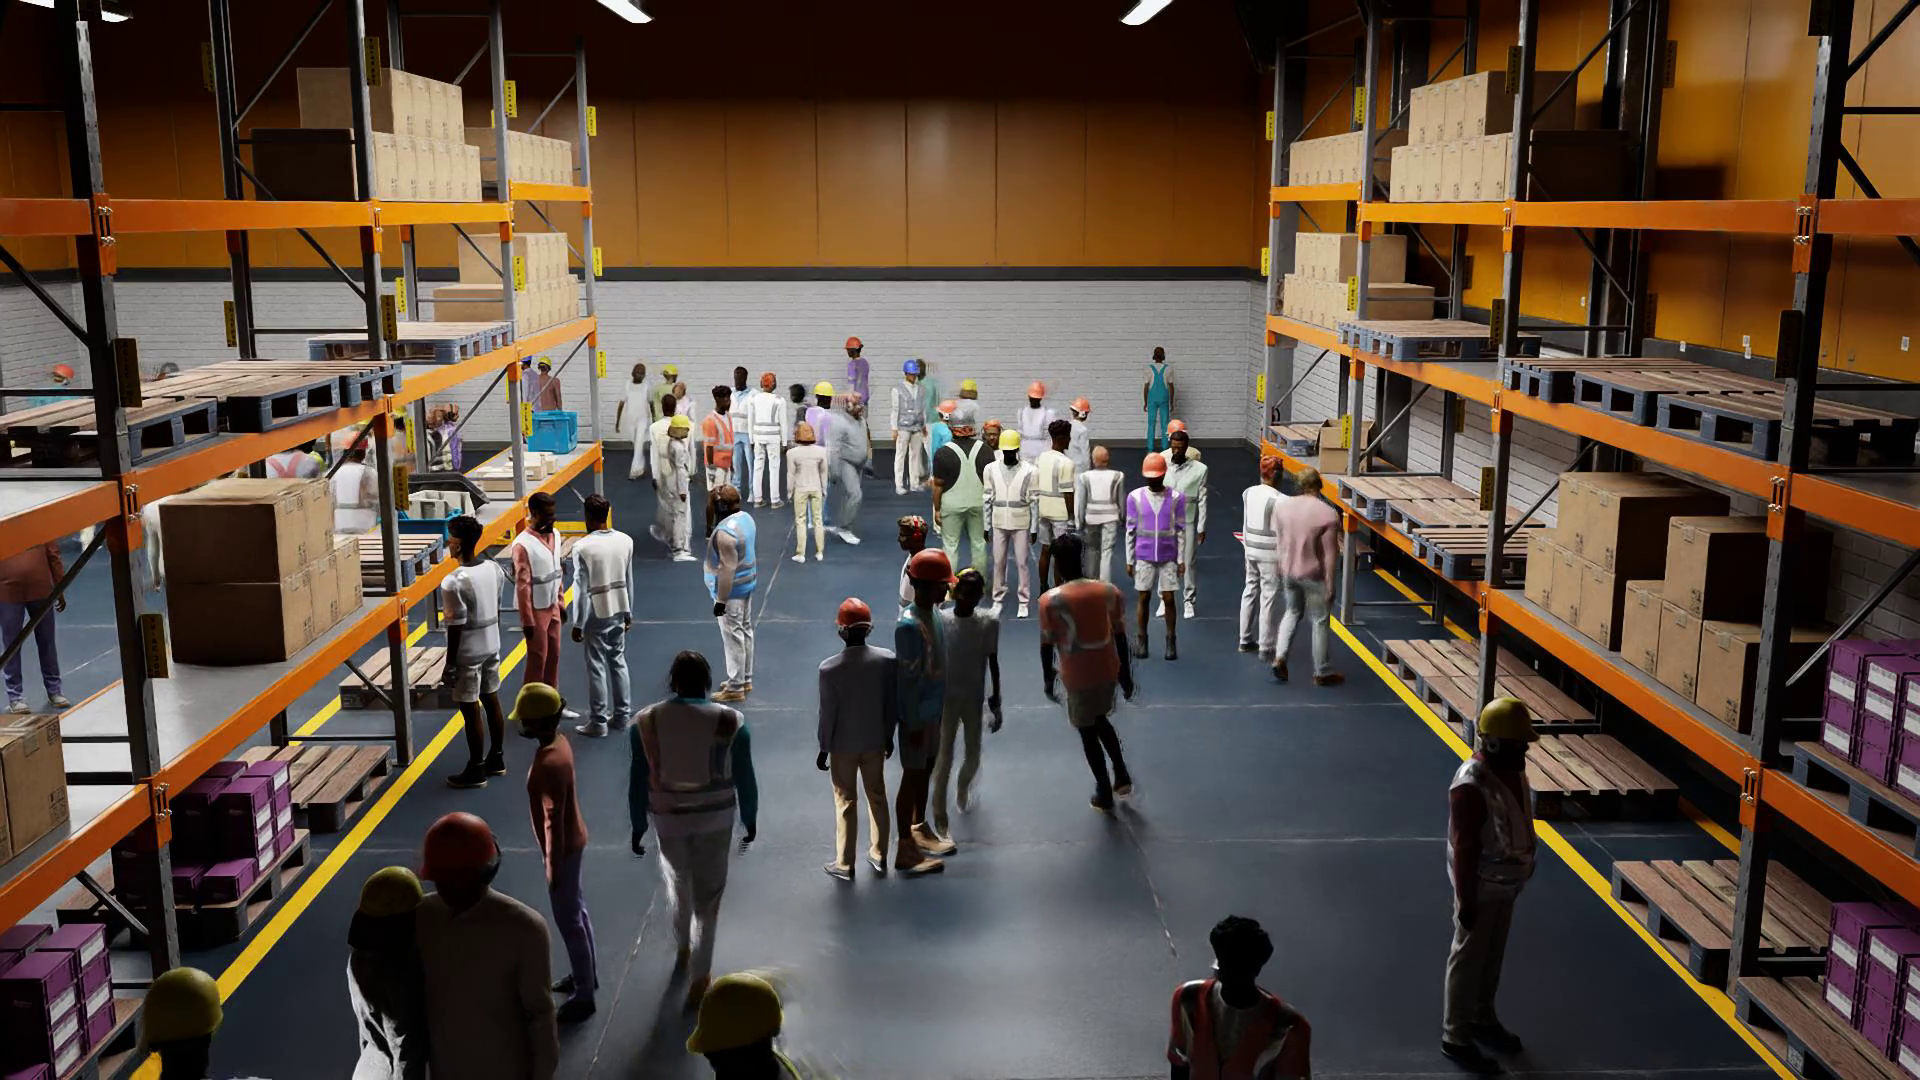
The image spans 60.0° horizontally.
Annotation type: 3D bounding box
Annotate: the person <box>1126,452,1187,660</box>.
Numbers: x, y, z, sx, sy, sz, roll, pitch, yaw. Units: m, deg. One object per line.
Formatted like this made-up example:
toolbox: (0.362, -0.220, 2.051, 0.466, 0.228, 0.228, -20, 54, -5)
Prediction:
person: (1.786, 0.148, 15.199, 0.548, 1.925, 0.390, 2, 11, 7)

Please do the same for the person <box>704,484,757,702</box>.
person: (-1.928, 0.440, 13.947, 0.429, 1.836, 0.621, 2, 11, 10)

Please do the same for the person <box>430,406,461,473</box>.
person: (-6.616, -0.898, 21.175, 0.522, 1.631, 0.314, -9, 14, -37)

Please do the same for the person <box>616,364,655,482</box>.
person: (-4.932, -1.802, 25.352, 0.562, 1.777, 1.019, 0, 11, 2)

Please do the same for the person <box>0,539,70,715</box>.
person: (-7.640, 0.436, 13.588, 0.615, 1.987, 0.407, -11, 15, -43)

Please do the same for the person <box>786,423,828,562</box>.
person: (-1.787, -0.553, 19.430, 0.507, 1.633, 0.278, -5, 12, -24)

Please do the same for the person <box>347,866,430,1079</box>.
person: (-2.074, 2.043, 6.168, 0.324, 1.732, 0.495, -8, 14, -34)

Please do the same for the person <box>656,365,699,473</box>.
person: (-4.388, -1.823, 25.539, 0.522, 1.725, 0.831, 7, 13, 31)

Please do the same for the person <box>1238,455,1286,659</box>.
person: (2.802, 0.153, 15.295, 0.353, 1.877, 0.573, -7, 13, -30)

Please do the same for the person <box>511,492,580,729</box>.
person: (-3.333, 0.553, 13.205, 0.398, 1.908, 0.599, 3, 12, 15)

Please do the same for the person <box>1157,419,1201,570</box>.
person: (2.454, -0.495, 18.863, 0.568, 1.744, 0.360, -5, 13, -26)

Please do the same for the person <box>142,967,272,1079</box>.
person: (-2.278, 2.185, 5.050, 0.598, 1.895, 0.858, -3, 12, -13)

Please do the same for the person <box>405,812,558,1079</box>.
person: (-1.772, 1.933, 6.091, 0.617, 1.984, 0.410, 4, 12, 18)

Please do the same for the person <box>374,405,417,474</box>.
person: (-6.532, -0.716, 19.648, 0.641, 1.886, 0.679, -8, 14, -36)

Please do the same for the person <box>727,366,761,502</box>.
person: (-3.038, -1.488, 23.404, 0.590, 1.919, 0.395, 4, 12, 18)

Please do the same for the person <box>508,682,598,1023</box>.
person: (-2.075, 1.572, 8.486, 0.377, 1.756, 0.537, -2, 12, -12)

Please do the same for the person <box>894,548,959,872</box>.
person: (-0.207, 1.049, 10.389, 0.405, 2.036, 0.608, 3, 12, 15)

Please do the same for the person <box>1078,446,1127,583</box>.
person: (1.510, -0.207, 17.774, 0.510, 1.600, 0.837, 2, 12, 11)

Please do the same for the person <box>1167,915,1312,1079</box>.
person: (0.982, 2.118, 5.909, 0.533, 1.693, 0.323, 7, 13, 32)

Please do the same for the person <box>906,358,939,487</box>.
person: (-0.575, -1.726, 24.615, 0.645, 1.914, 0.664, -5, 12, -22)

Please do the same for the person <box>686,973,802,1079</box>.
person: (-0.500, 2.179, 5.153, 0.999, 1.876, 0.573, -5, 12, -24)

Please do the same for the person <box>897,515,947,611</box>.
person: (-0.277, 0.713, 12.586, 0.392, 1.836, 0.561, -2, 11, -11)

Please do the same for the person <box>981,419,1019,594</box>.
person: (0.342, -0.351, 17.791, 0.575, 1.883, 0.355, -1, 11, -3)

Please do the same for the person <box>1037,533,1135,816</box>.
person: (0.845, 0.917, 11.328, 0.624, 1.916, 0.625, -6, 13, -28)

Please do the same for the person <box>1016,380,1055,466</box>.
person: (1.005, -1.162, 21.814, 0.572, 1.905, 0.690, 6, 13, 28)

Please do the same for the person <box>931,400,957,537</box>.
person: (-0.175, -0.892, 20.874, 0.354, 1.737, 0.576, -3, 12, -15)

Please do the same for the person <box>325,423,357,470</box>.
person: (-7.938, -1.072, 21.452, 0.532, 1.865, 0.311, -1, 11, -3)

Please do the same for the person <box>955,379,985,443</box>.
person: (0.165, -1.427, 23.613, 0.516, 1.706, 0.828, 10, 15, 41)

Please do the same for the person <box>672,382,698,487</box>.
person: (-4.090, -1.510, 24.337, 0.518, 1.579, 0.871, -1, 11, -3)

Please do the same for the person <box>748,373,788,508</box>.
person: (-2.641, -1.365, 22.906, 0.578, 1.879, 0.362, 3, 12, 16)

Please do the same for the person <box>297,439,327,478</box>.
person: (-7.272, -0.434, 18.672, 0.318, 1.695, 0.539, -10, 15, -42)

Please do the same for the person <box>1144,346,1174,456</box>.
person: (3.288, -2.281, 27.563, 0.508, 1.846, 0.345, 1, 11, 5)

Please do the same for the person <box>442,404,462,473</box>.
person: (-6.540, -0.934, 21.350, 0.312, 1.632, 0.524, -7, 13, -31)

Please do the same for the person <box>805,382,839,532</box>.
person: (-1.760, -1.063, 21.273, 0.397, 1.920, 0.586, -7, 13, -32)

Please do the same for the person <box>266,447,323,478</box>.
person: (-6.738, -0.209, 16.682, 0.706, 2.000, 0.584, -6, 13, -26)

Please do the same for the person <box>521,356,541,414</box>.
person: (-6.715, -1.989, 25.880, 0.409, 1.939, 0.601, 0, 11, 1)

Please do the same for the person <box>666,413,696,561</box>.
person: (-3.280, -0.622, 19.524, 0.322, 1.736, 0.494, -4, 12, -19)

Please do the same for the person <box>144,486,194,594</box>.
person: (-6.790, 0.298, 14.504, 0.645, 1.914, 0.794, 0, 11, 2)

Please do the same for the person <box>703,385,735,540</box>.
person: (-2.978, -0.958, 20.690, 0.407, 1.950, 0.602, 3, 12, 16)

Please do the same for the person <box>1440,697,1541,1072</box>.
person: (2.553, 1.631, 8.005, 0.403, 1.824, 0.597, 10, 15, 40)

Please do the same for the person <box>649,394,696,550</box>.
person: (-3.520, -0.843, 20.294, 0.623, 1.860, 1.005, -7, 13, -30)

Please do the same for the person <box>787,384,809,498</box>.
person: (-2.211, -1.379, 23.497, 0.482, 1.656, 0.570, -1, 11, -5)

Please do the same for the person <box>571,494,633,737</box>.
person: (-2.786, 0.587, 13.034, 0.402, 1.908, 0.598, 7, 13, 32)

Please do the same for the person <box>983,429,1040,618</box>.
person: (0.510, -0.164, 16.771, 0.587, 1.920, 0.390, 3, 12, 15)

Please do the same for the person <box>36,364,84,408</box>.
person: (-12.536, -1.464, 23.223, 0.647, 1.940, 0.609, -4, 12, -20)

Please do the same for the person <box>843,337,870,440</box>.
person: (-1.703, -2.302, 27.213, 0.417, 2.034, 0.604, 4, 12, 20)

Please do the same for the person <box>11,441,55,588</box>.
person: (-9.983, -0.299, 17.925, 0.591, 1.742, 0.544, 0, 11, -1)

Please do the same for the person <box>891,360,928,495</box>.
person: (-0.721, -1.635, 24.063, 0.614, 1.945, 0.404, -8, 14, -36)

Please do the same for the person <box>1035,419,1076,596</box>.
person: (1.007, -0.276, 17.203, 0.366, 1.965, 0.607, -7, 13, -31)

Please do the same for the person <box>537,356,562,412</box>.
person: (-6.672, -2.078, 26.779, 0.534, 1.757, 0.337, -1, 11, -5)

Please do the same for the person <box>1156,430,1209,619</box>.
person: (2.207, -0.165, 16.792, 0.590, 1.912, 0.391, 4, 12, 18)

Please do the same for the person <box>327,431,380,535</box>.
person: (-6.028, -0.141, 16.730, 0.555, 1.890, 0.949, 1, 11, 7)

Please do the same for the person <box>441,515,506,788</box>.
person: (-3.483, 0.788, 11.868, 0.367, 1.966, 0.606, 4, 12, 18)

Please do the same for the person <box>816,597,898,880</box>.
person: (-0.644, 1.216, 10.258, 0.572, 1.750, 0.330, -8, 14, -35)

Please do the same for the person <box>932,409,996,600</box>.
person: (0.016, -0.386, 17.567, 0.680, 2.000, 0.535, -3, 12, -16)

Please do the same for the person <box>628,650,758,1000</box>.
person: (-1.396, 1.456, 8.904, 0.659, 1.808, 0.882, 0, 11, 2)

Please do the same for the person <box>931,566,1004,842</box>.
person: (-0.014, 1.040, 10.950, 0.561, 1.842, 0.712, -3, 12, -12)

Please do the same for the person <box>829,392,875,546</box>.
person: (-1.313, -0.879, 20.411, 0.530, 1.887, 0.664, 5, 12, 24)

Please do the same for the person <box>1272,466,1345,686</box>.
person: (2.968, 0.323, 14.335, 0.658, 1.914, 0.521, 11, 15, 43)

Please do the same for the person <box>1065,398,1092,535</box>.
person: (1.514, -0.933, 21.066, 0.345, 1.743, 0.569, -4, 12, -21)
